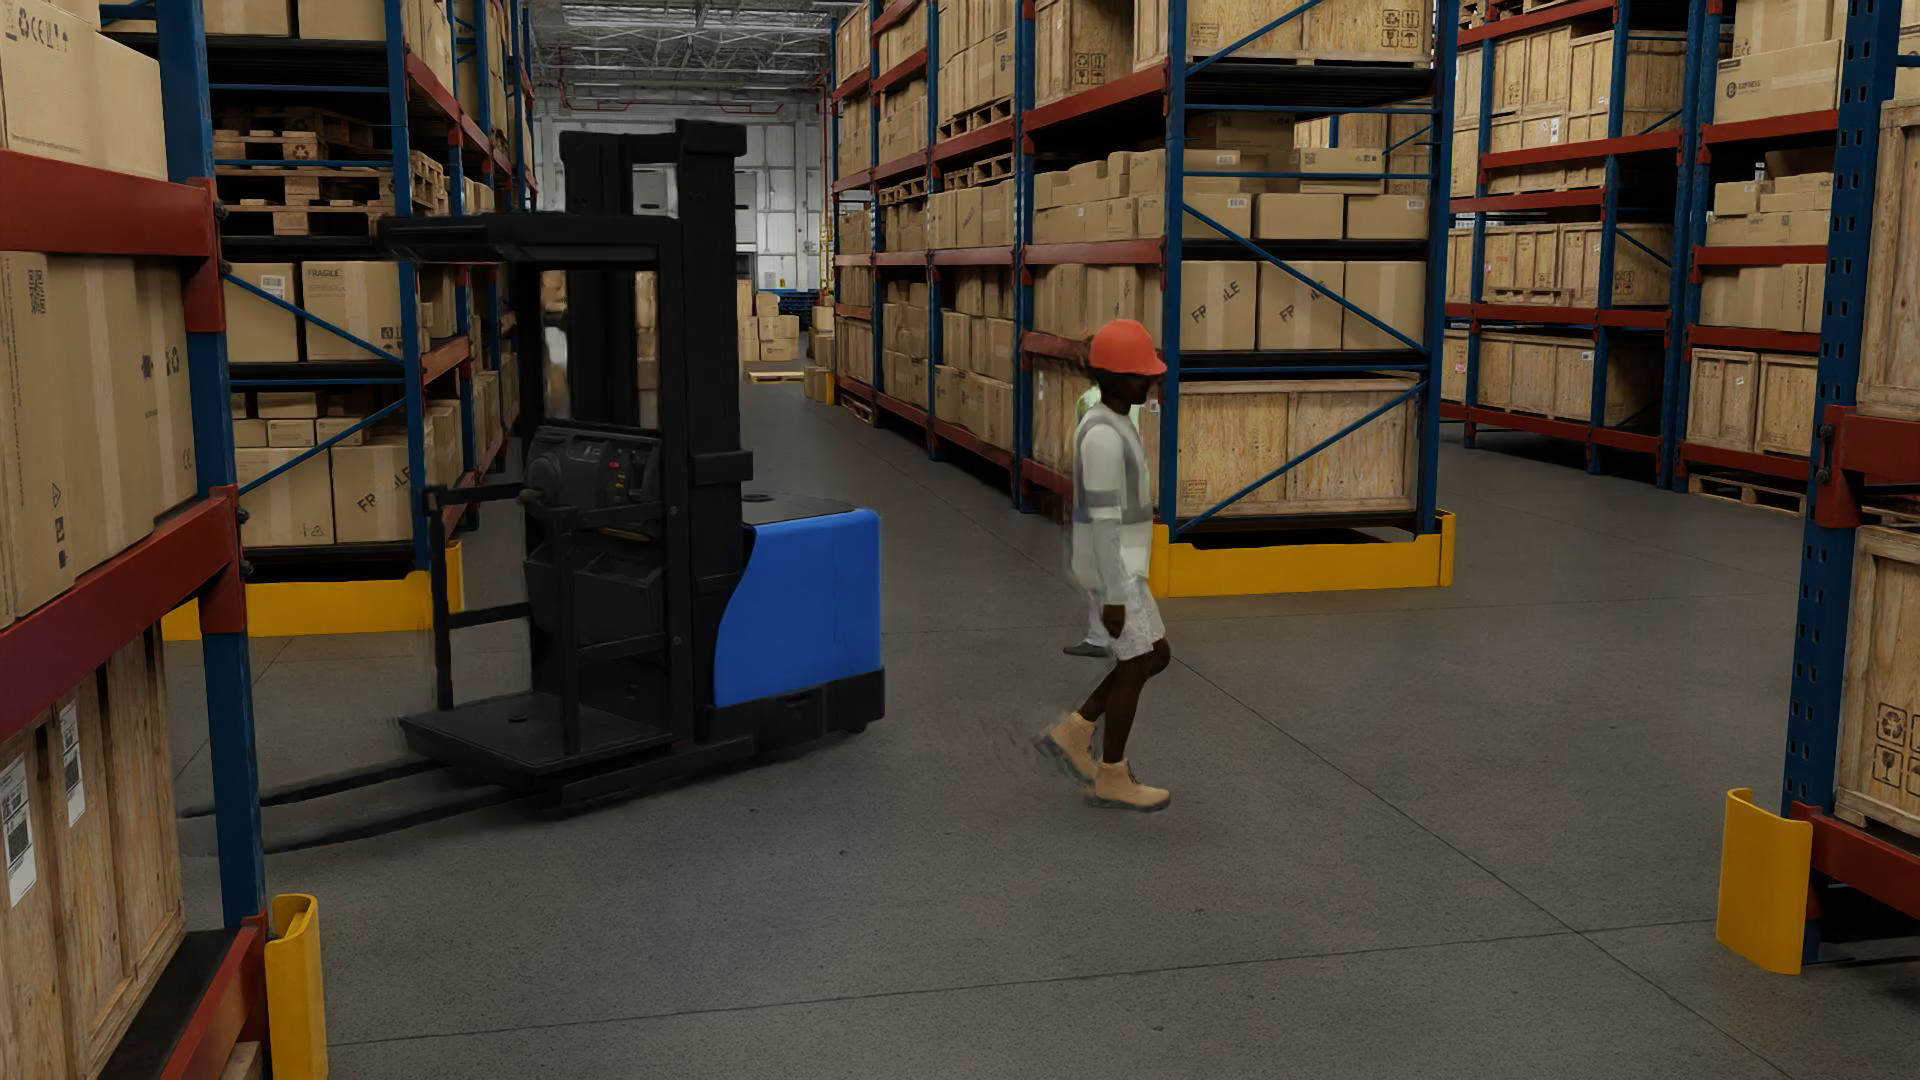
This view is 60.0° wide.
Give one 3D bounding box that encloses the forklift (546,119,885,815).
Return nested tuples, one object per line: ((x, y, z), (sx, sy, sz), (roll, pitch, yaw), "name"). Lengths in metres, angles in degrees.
((-1.339, -0.431, 7.449), (1.129, 2.768, 1.873), (9, 13, 43), "forklift")

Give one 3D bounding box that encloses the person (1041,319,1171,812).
((0.651, 0.117, 6.717), (0.460, 2.011, 0.628), (1, 9, 9), "person")

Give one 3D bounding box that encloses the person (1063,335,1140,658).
((0.832, -0.251, 9.494), (0.383, 1.845, 0.570), (6, 11, 32), "person")

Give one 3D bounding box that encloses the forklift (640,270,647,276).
((-11.221, -8.596, 57.218), (1.129, 2.768, 1.873), (-6, 11, -31), "forklift")
